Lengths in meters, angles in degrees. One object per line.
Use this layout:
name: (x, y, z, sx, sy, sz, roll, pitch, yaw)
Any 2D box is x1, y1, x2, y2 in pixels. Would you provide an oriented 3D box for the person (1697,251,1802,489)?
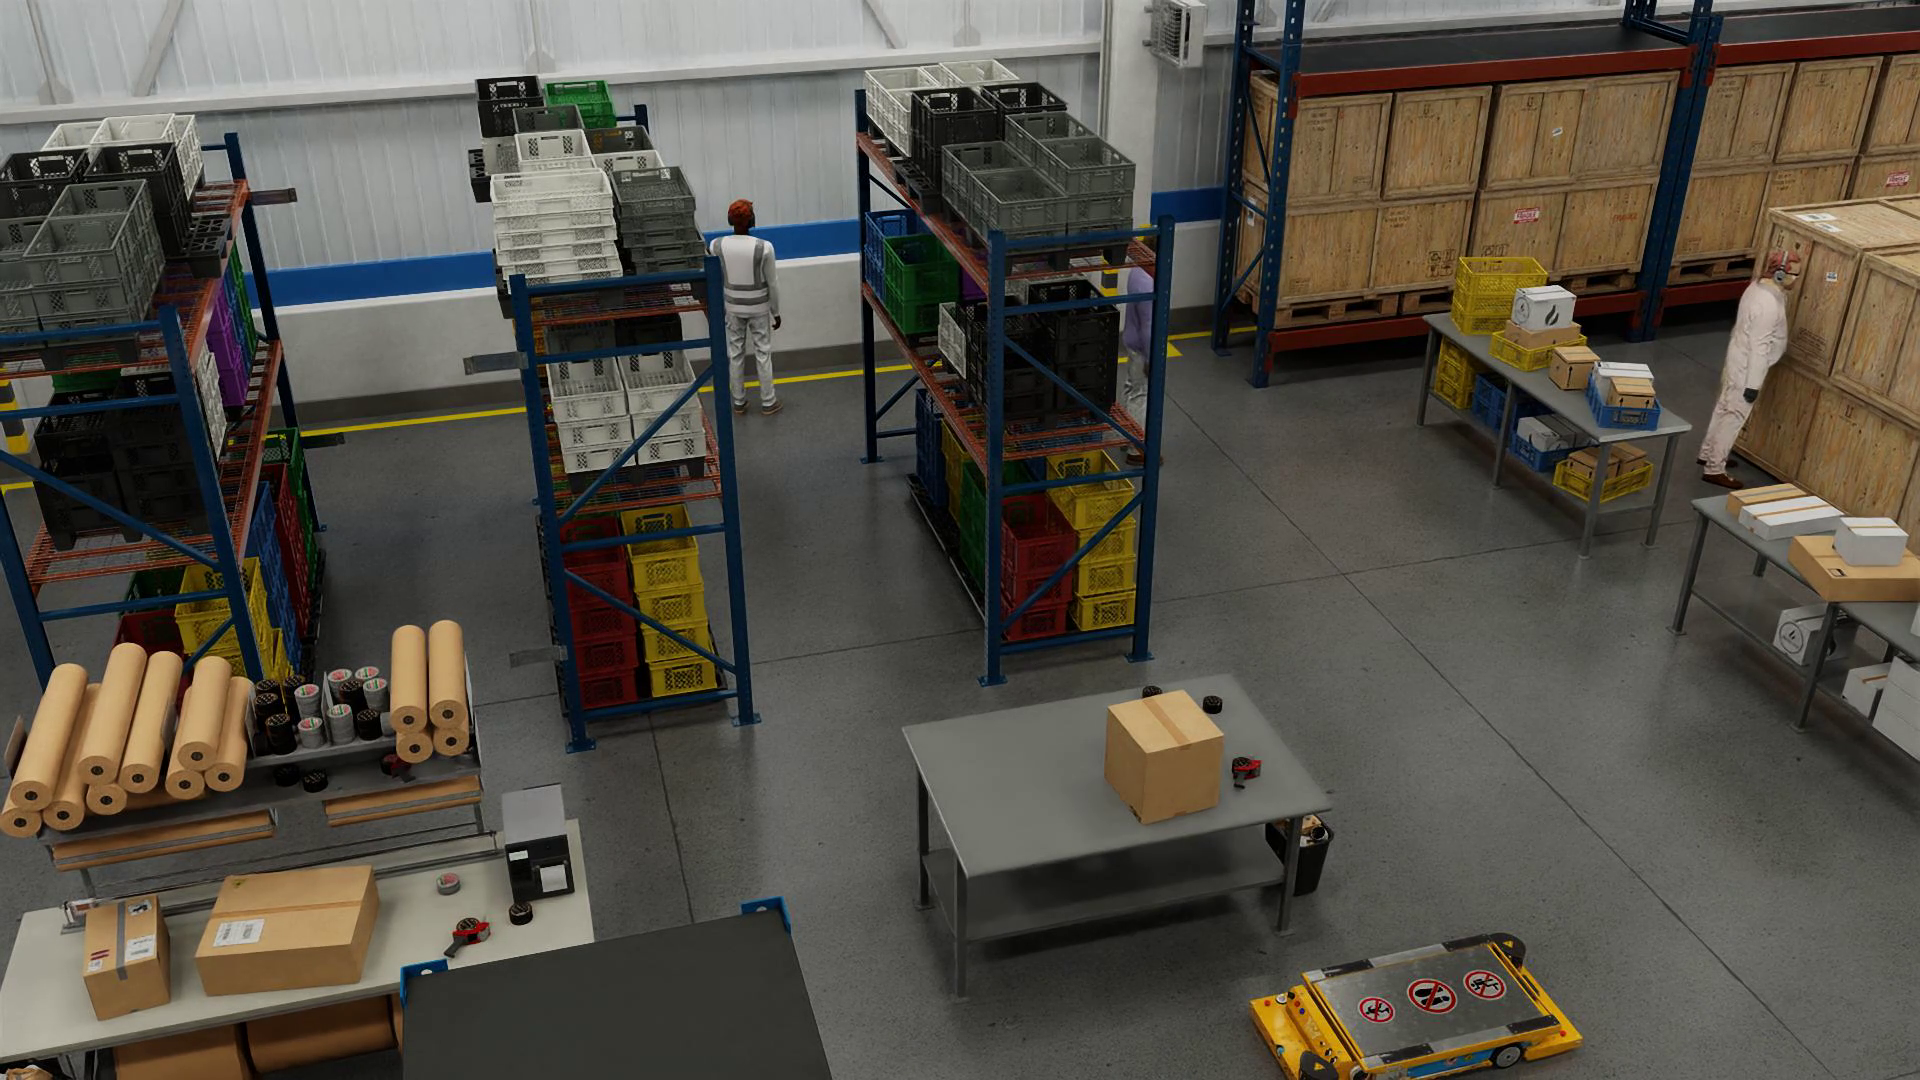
person: (6.145, -1.333, 12.894, 0.406, 1.895, 0.661, 9, 30, 15)

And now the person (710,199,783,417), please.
person: (-1.783, -1.943, 14.008, 0.576, 1.882, 0.355, 5, 29, 9)

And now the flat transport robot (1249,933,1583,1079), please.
flat transport robot: (2.184, 2.282, 7.980, 1.431, 0.197, 0.652, -8, 30, -14)

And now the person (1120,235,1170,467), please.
person: (1.474, -1.541, 13.222, 0.378, 1.937, 0.629, 0, 29, 0)
